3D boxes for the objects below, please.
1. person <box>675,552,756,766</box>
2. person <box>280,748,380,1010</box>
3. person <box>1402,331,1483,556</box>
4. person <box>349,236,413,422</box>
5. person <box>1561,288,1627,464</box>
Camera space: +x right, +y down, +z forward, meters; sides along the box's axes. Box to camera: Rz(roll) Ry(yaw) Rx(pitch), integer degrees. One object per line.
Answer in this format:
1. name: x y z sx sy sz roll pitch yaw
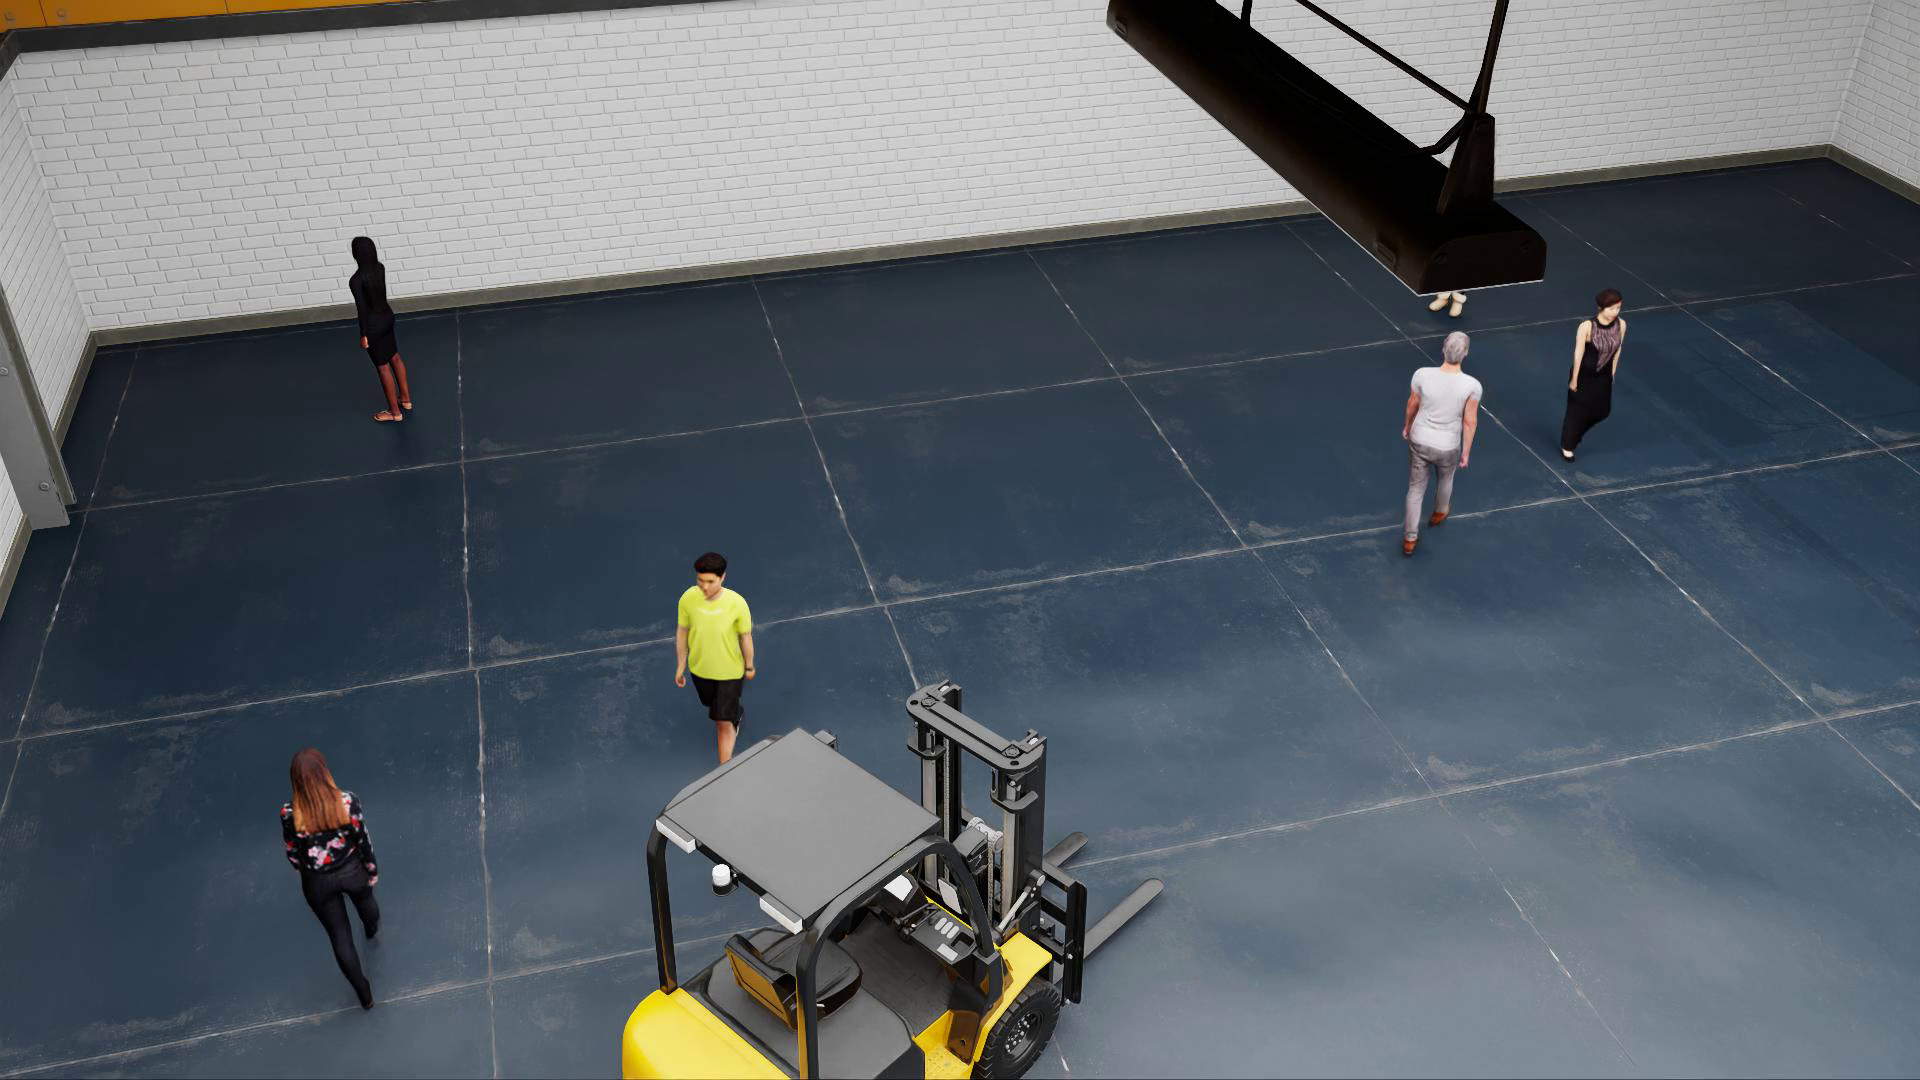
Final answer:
1. person: -1.548 0.752 10.689 0.989 1.671 1.194 9 35 13
2. person: -3.377 1.876 9.016 0.663 1.650 0.992 -13 36 -19
3. person: 3.623 -0.688 12.742 1.047 1.796 1.143 13 36 19
4. person: -5.107 -1.866 14.583 0.743 1.720 0.603 6 34 9
5. person: 5.293 -1.424 14.033 0.621 1.593 0.670 -4 34 -5
